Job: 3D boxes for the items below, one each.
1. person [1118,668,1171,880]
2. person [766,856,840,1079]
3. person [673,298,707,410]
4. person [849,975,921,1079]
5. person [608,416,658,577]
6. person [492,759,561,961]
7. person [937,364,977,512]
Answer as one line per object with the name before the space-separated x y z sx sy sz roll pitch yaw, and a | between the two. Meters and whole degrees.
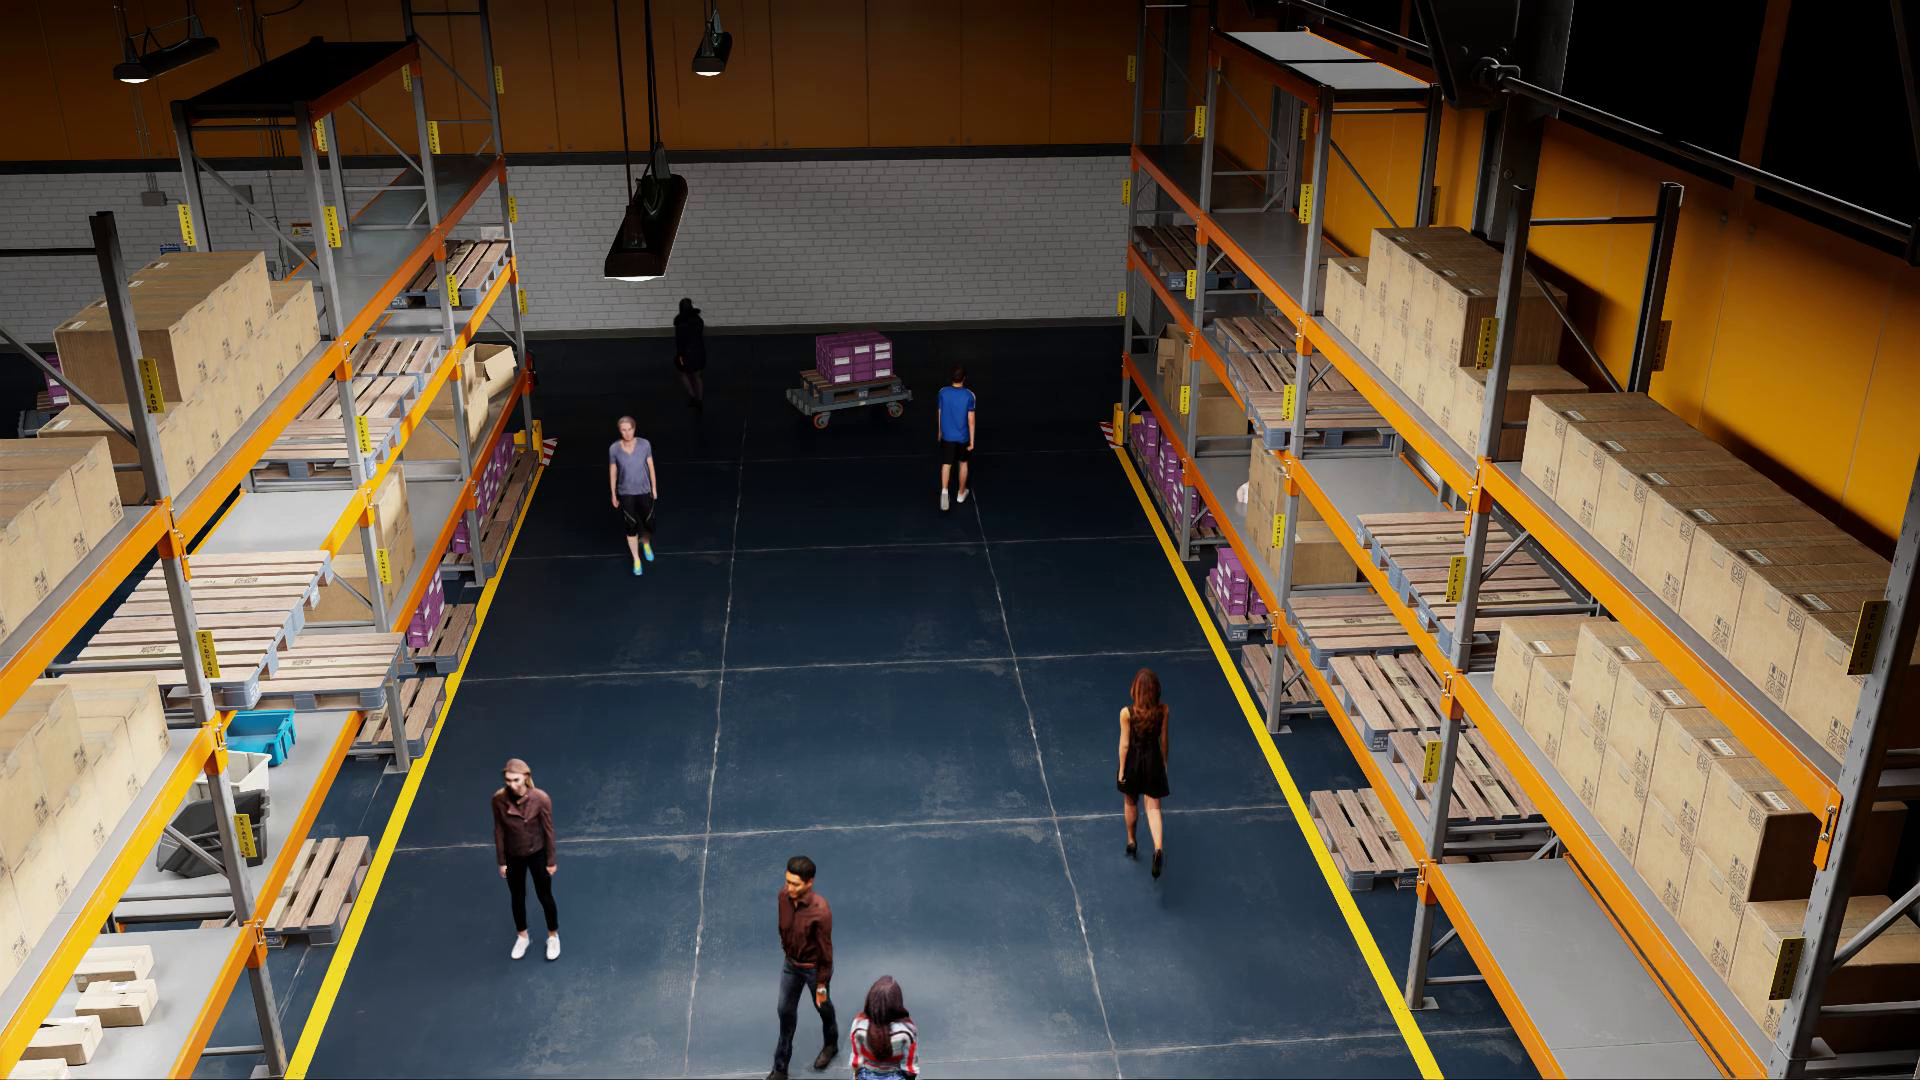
person | 1.490 1.913 13.365 0.622 1.817 1.045 -4 24 -9
person | -0.970 2.852 11.298 1.001 1.752 1.085 16 28 32
person | -3.842 -2.673 24.044 0.854 1.668 0.802 22 32 40
person | -0.483 3.409 10.214 0.655 1.601 0.882 1 24 3
person | -3.708 -0.542 18.915 0.760 1.871 0.839 -7 24 -15
person | -3.241 2.369 12.465 0.610 1.703 0.518 0 24 0
person | -0.078 -1.258 20.588 0.827 1.843 1.179 4 24 9
